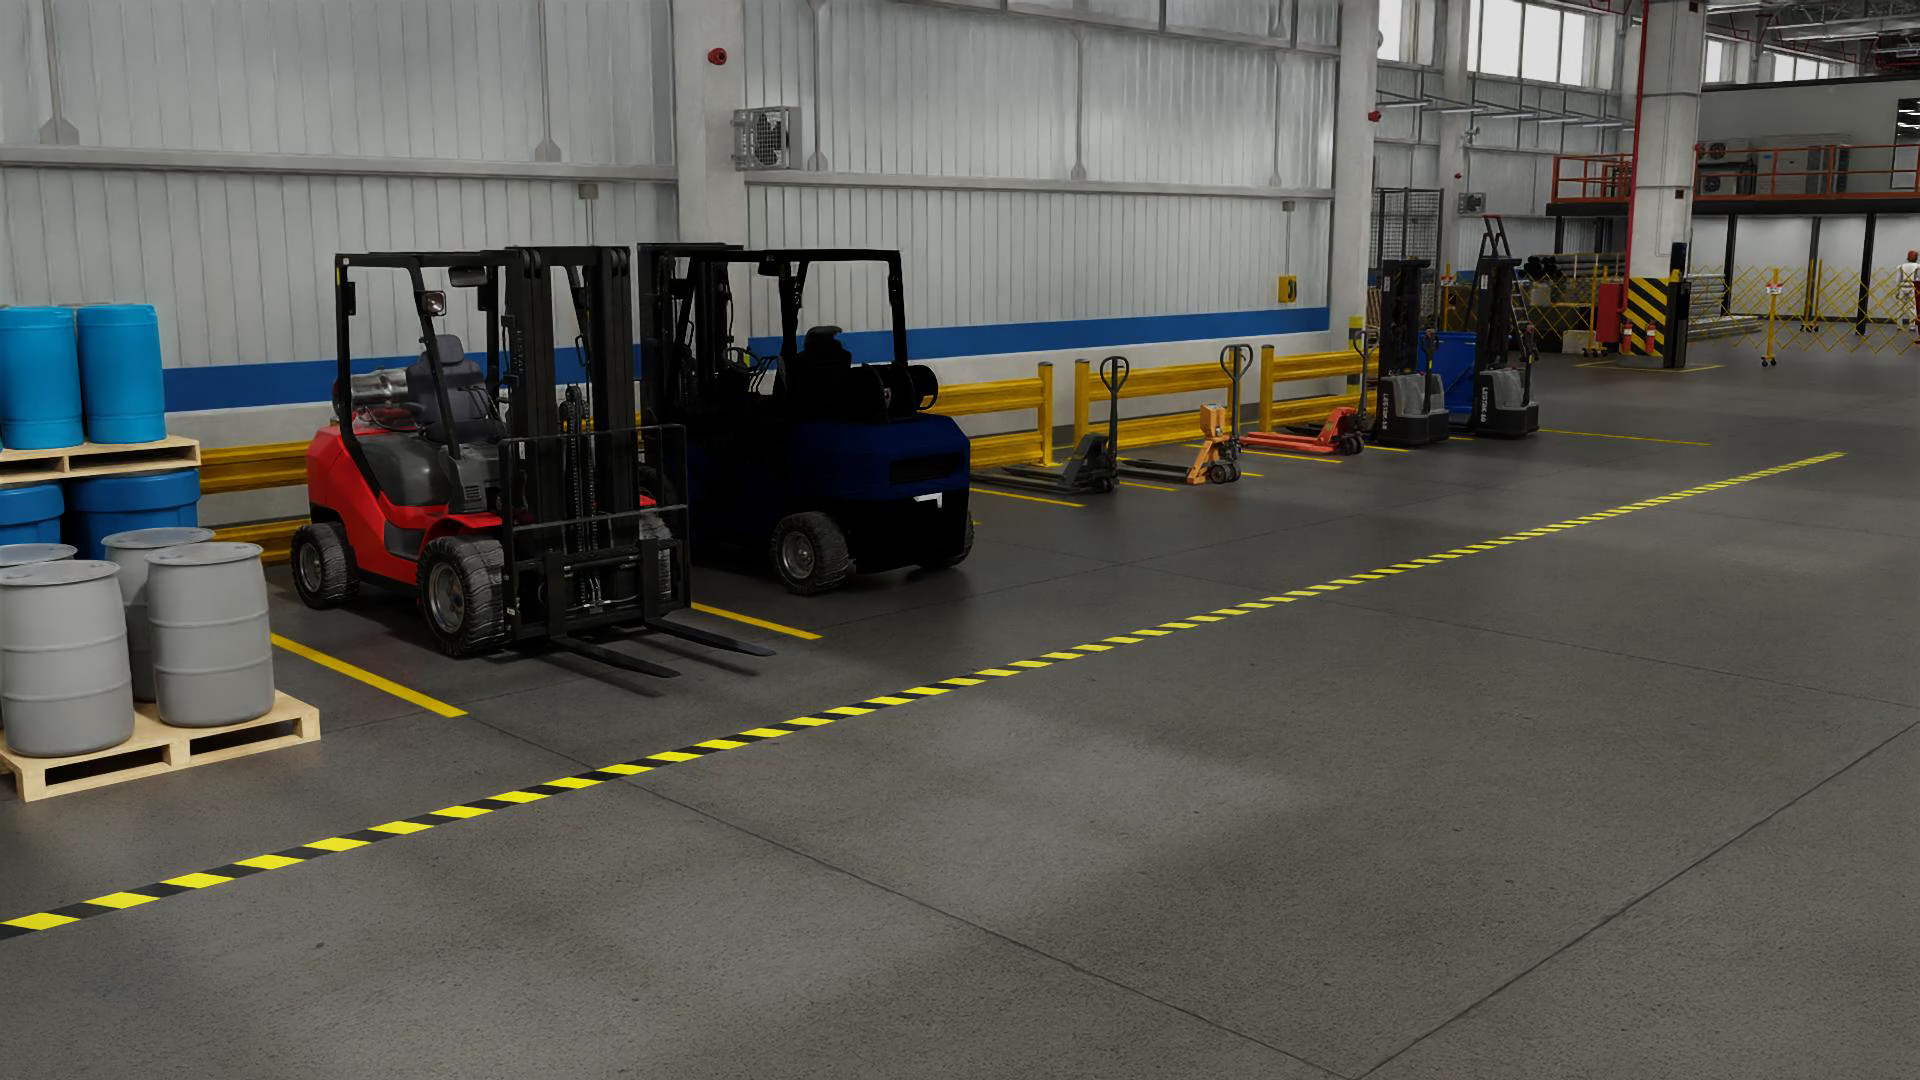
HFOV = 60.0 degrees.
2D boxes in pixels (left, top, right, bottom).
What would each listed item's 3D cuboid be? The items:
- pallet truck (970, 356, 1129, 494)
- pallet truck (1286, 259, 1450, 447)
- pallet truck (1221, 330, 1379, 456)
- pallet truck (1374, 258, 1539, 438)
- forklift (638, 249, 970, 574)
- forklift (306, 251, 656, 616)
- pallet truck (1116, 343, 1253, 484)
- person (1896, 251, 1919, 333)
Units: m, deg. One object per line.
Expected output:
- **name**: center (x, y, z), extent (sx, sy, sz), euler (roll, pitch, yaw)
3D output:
- **pallet truck**: center (0.784, -1.085, 14.876), extent (0.680, 1.201, 1.601), euler (-10, 14, -44)
- **pallet truck**: center (4.493, -2.078, 18.196), extent (0.823, 1.965, 1.885), euler (-9, 14, -40)
- **pallet truck**: center (3.563, -1.581, 17.381), extent (0.653, 1.274, 1.630), euler (-10, 14, -44)
- **pallet truck**: center (5.704, -2.208, 18.901), extent (1.885, 1.965, 0.823), euler (10, 14, 43)
- **forklift**: center (-1.173, -0.958, 11.239), extent (2.680, 1.987, 1.157), euler (10, 14, 43)
- **forklift**: center (-2.833, -0.669, 9.694), extent (1.157, 1.987, 2.680), euler (-10, 14, -44)
- **pallet truck**: center (1.962, -1.215, 15.415), extent (1.522, 1.261, 0.704), euler (10, 14, 43)
- **person**: center (21.905, -5.723, 38.373), extent (0.356, 1.887, 0.573), euler (-10, 14, -43)
